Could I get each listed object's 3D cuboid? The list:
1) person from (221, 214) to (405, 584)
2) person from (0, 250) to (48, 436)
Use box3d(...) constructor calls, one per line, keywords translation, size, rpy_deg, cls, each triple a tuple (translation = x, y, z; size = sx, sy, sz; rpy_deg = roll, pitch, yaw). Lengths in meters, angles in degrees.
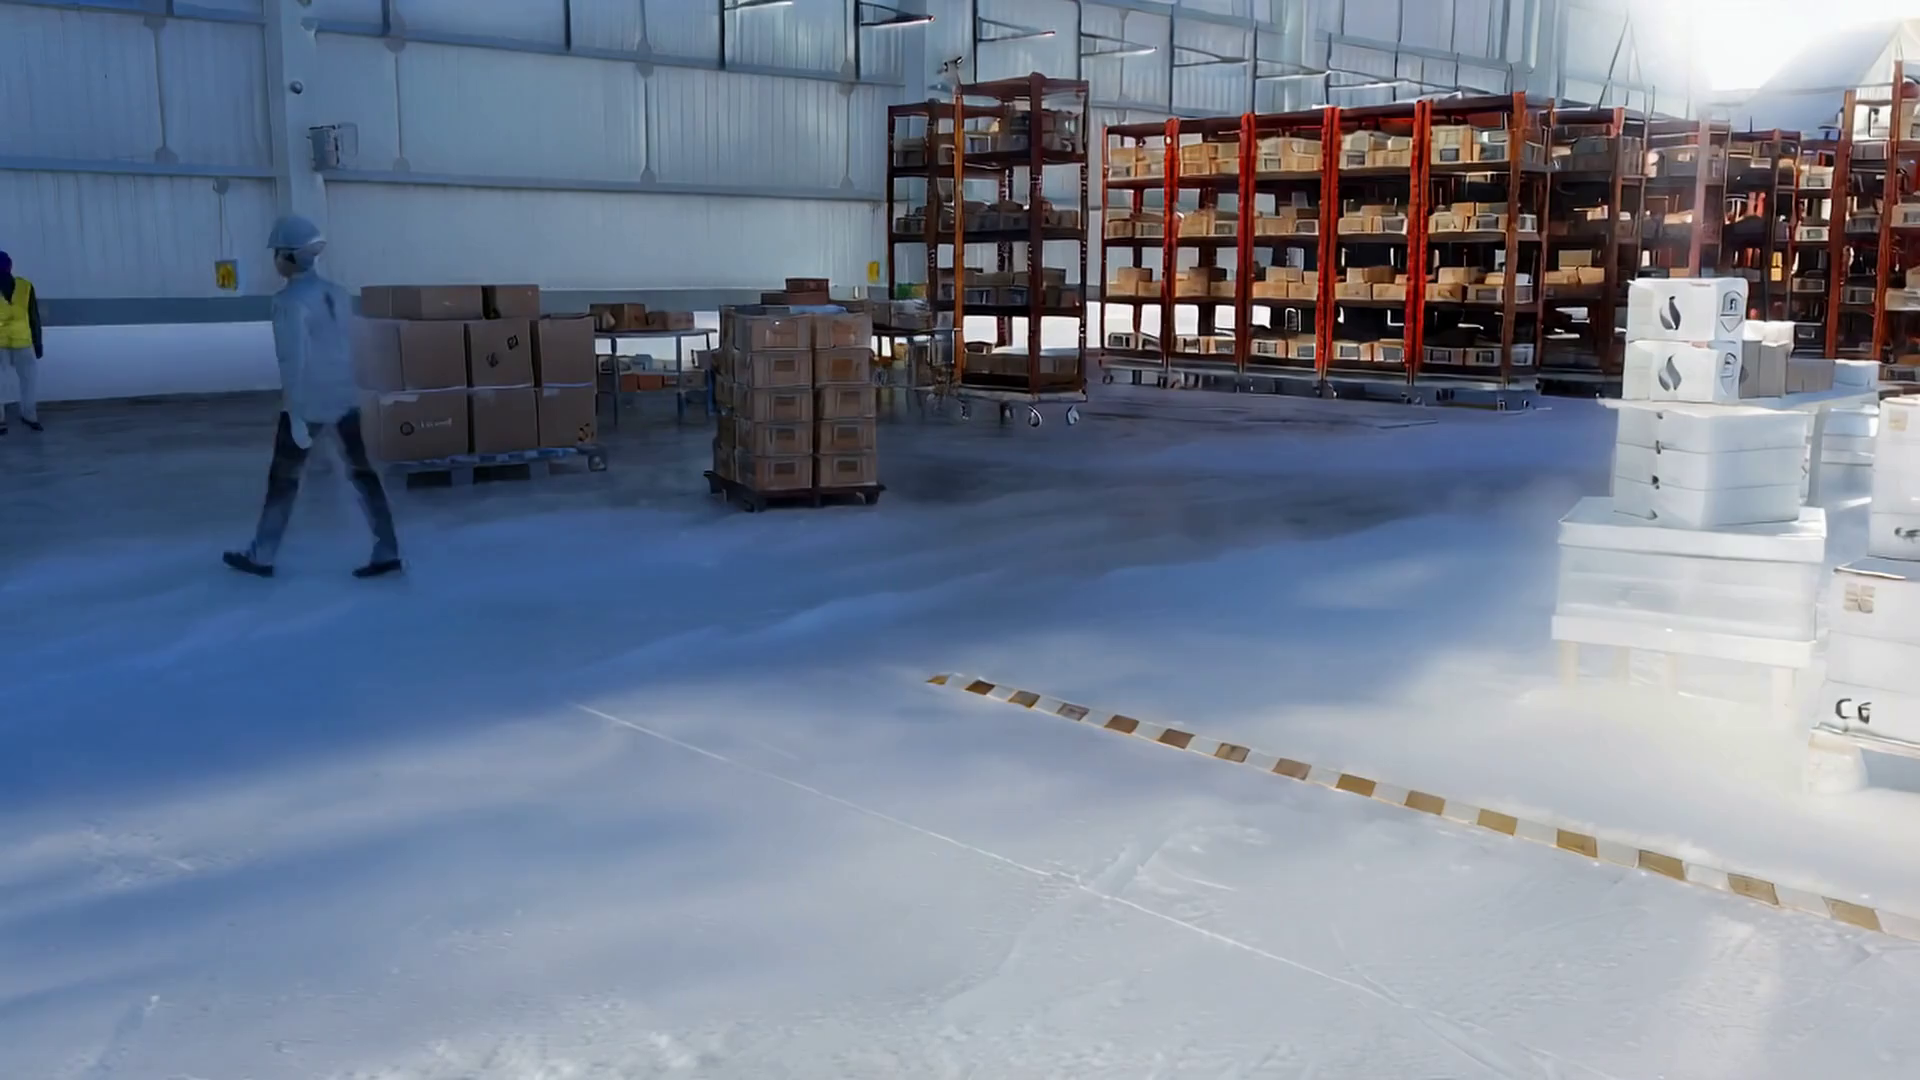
box3d(translation=(-3.422, -0.721, 8.771), size=(1.043, 1.947, 0.604), rpy_deg=(3, 10, 20), cls="person")
box3d(translation=(-9.392, -1.931, 16.412), size=(0.432, 1.838, 0.648), rpy_deg=(8, 12, 40), cls="person")
